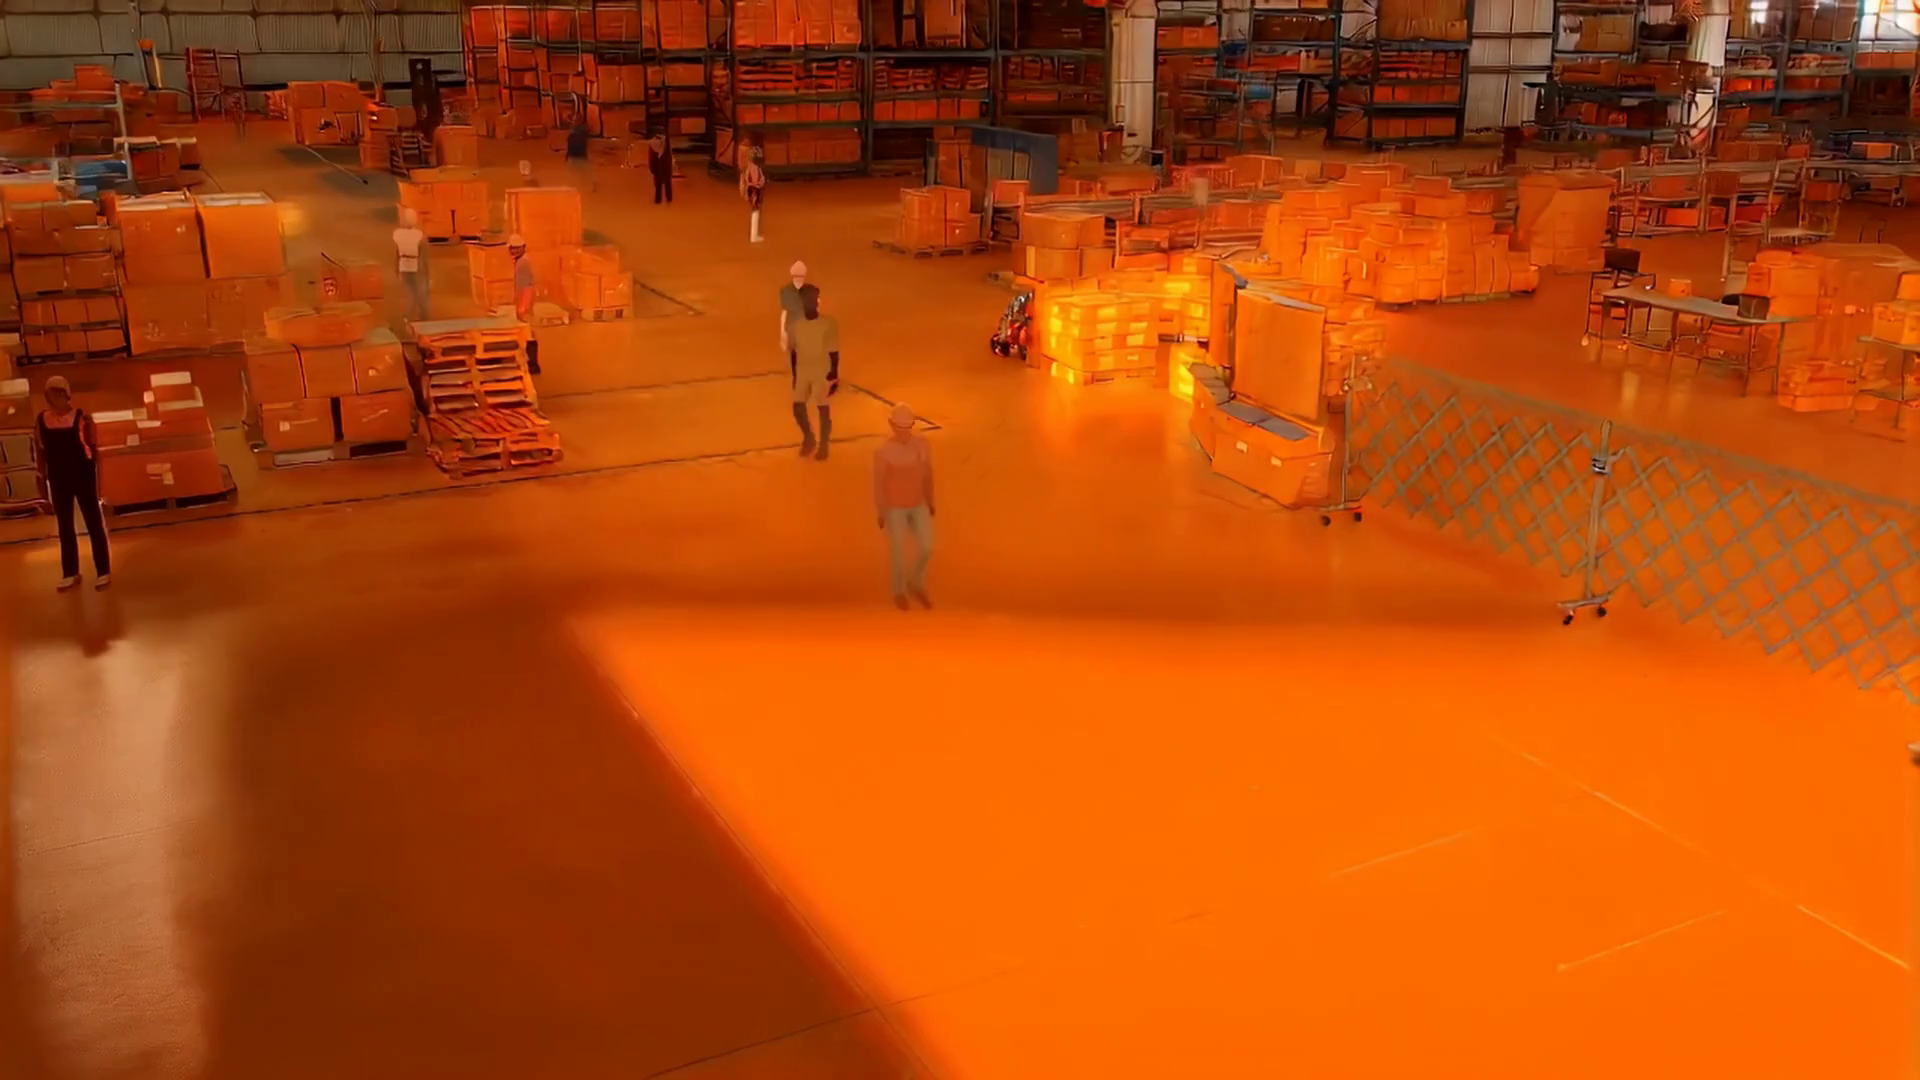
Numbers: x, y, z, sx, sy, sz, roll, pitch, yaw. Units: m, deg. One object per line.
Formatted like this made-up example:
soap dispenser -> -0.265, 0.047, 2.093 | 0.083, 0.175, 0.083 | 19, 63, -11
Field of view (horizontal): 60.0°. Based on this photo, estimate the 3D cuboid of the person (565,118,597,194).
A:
person -> -10.046, -10.155, 44.003 | 0.993, 1.954, 0.610 | 9, 20, 26

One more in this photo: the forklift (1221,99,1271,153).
forklift -> 9.521, -14.618, 56.406 | 1.873, 2.768, 1.129 | 12, 21, 33

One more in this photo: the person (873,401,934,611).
person -> -0.433, -0.262, 13.453 | 0.559, 1.750, 0.449 | -9, 20, -25

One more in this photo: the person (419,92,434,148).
person -> -18.731, -14.743, 58.366 | 0.587, 1.911, 0.397 | 14, 22, 37

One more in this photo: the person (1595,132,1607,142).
person -> 18.902, -11.654, 48.990 | 0.371, 1.747, 0.521 | 4, 18, 11

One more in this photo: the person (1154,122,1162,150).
person -> 5.148, -10.457, 45.177 | 0.835, 1.796, 0.622 | -11, 21, -31

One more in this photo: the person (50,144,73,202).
person -> -19.903, -7.840, 36.904 | 0.414, 1.866, 0.626 | 4, 18, 11

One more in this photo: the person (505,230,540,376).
person -> -5.842, -3.158, 22.193 | 0.343, 1.942, 0.548 | -8, 19, -22

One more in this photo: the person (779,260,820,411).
person -> -1.965, -2.560, 20.516 | 0.527, 1.838, 0.919 | -3, 18, -9

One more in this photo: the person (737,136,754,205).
person -> -5.339, -9.250, 41.607 | 0.555, 1.665, 0.727 | -7, 19, -20

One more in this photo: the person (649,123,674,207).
person -> -7.439, -9.283, 41.130 | 0.537, 2.000, 0.694 | 16, 24, 40

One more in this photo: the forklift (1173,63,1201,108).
forklift -> 8.189, -15.788, 60.056 | 1.129, 2.768, 1.873 | -9, 20, -27

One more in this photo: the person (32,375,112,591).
person -> -7.475, -0.479, 13.995 | 0.508, 1.847, 0.345 | -3, 18, -9

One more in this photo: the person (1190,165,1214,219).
person -> 5.076, -6.968, 34.601 | 0.576, 1.616, 0.507 | -10, 20, -27

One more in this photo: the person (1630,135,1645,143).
person -> 22.170, -13.329, 54.300 | 0.550, 1.684, 0.427 | 13, 22, 35

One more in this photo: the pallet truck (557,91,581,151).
pallet truck -> -13.495, -14.412, 57.188 | 0.823, 1.965, 1.885 | -3, 18, -9

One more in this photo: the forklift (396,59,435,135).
forklift -> -20.816, -17.160, 64.332 | 1.873, 2.768, 1.129 | 8, 19, 24

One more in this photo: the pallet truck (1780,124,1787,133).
pallet truck -> 25.206, -12.542, 52.601 | 1.601, 1.201, 0.680 | 0, 18, -2

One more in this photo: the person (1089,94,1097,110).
person -> 5.181, -17.815, 67.971 | 0.673, 1.881, 0.785 | -9, 20, -26

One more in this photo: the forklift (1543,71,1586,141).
forklift -> 18.685, -13.231, 52.085 | 1.873, 2.768, 1.129 | -9, 20, -26

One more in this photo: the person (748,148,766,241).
person -> -4.266, -7.261, 35.017 | 0.385, 1.930, 0.539 | -4, 18, -12

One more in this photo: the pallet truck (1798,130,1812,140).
pallet truck -> 25.526, -11.556, 49.408 | 1.630, 1.274, 0.653 | -9, 20, -26

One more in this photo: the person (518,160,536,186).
person -> -8.578, -6.698, 33.365 | 0.622, 1.852, 0.522 | 2, 18, 5

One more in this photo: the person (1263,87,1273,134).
person -> 11.891, -16.638, 64.472 | 0.921, 1.789, 0.609 | -11, 21, -30

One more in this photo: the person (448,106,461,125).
person -> -16.737, -13.588, 55.222 | 0.377, 1.623, 0.519 | 17, 24, 42

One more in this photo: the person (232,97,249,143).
person -> -26.124, -15.260, 60.444 | 0.518, 1.625, 0.454 | -13, 22, -35

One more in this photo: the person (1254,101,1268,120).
person -> 10.376, -14.513, 57.718 | 0.944, 1.888, 0.545 | -7, 19, -22

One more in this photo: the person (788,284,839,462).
person -> -1.570, -1.790, 17.924 | 0.623, 1.949, 0.454 | 5, 19, 16

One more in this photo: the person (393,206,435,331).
person -> -8.226, -4.049, 25.016 | 0.611, 1.904, 0.494 | 7, 19, 21
